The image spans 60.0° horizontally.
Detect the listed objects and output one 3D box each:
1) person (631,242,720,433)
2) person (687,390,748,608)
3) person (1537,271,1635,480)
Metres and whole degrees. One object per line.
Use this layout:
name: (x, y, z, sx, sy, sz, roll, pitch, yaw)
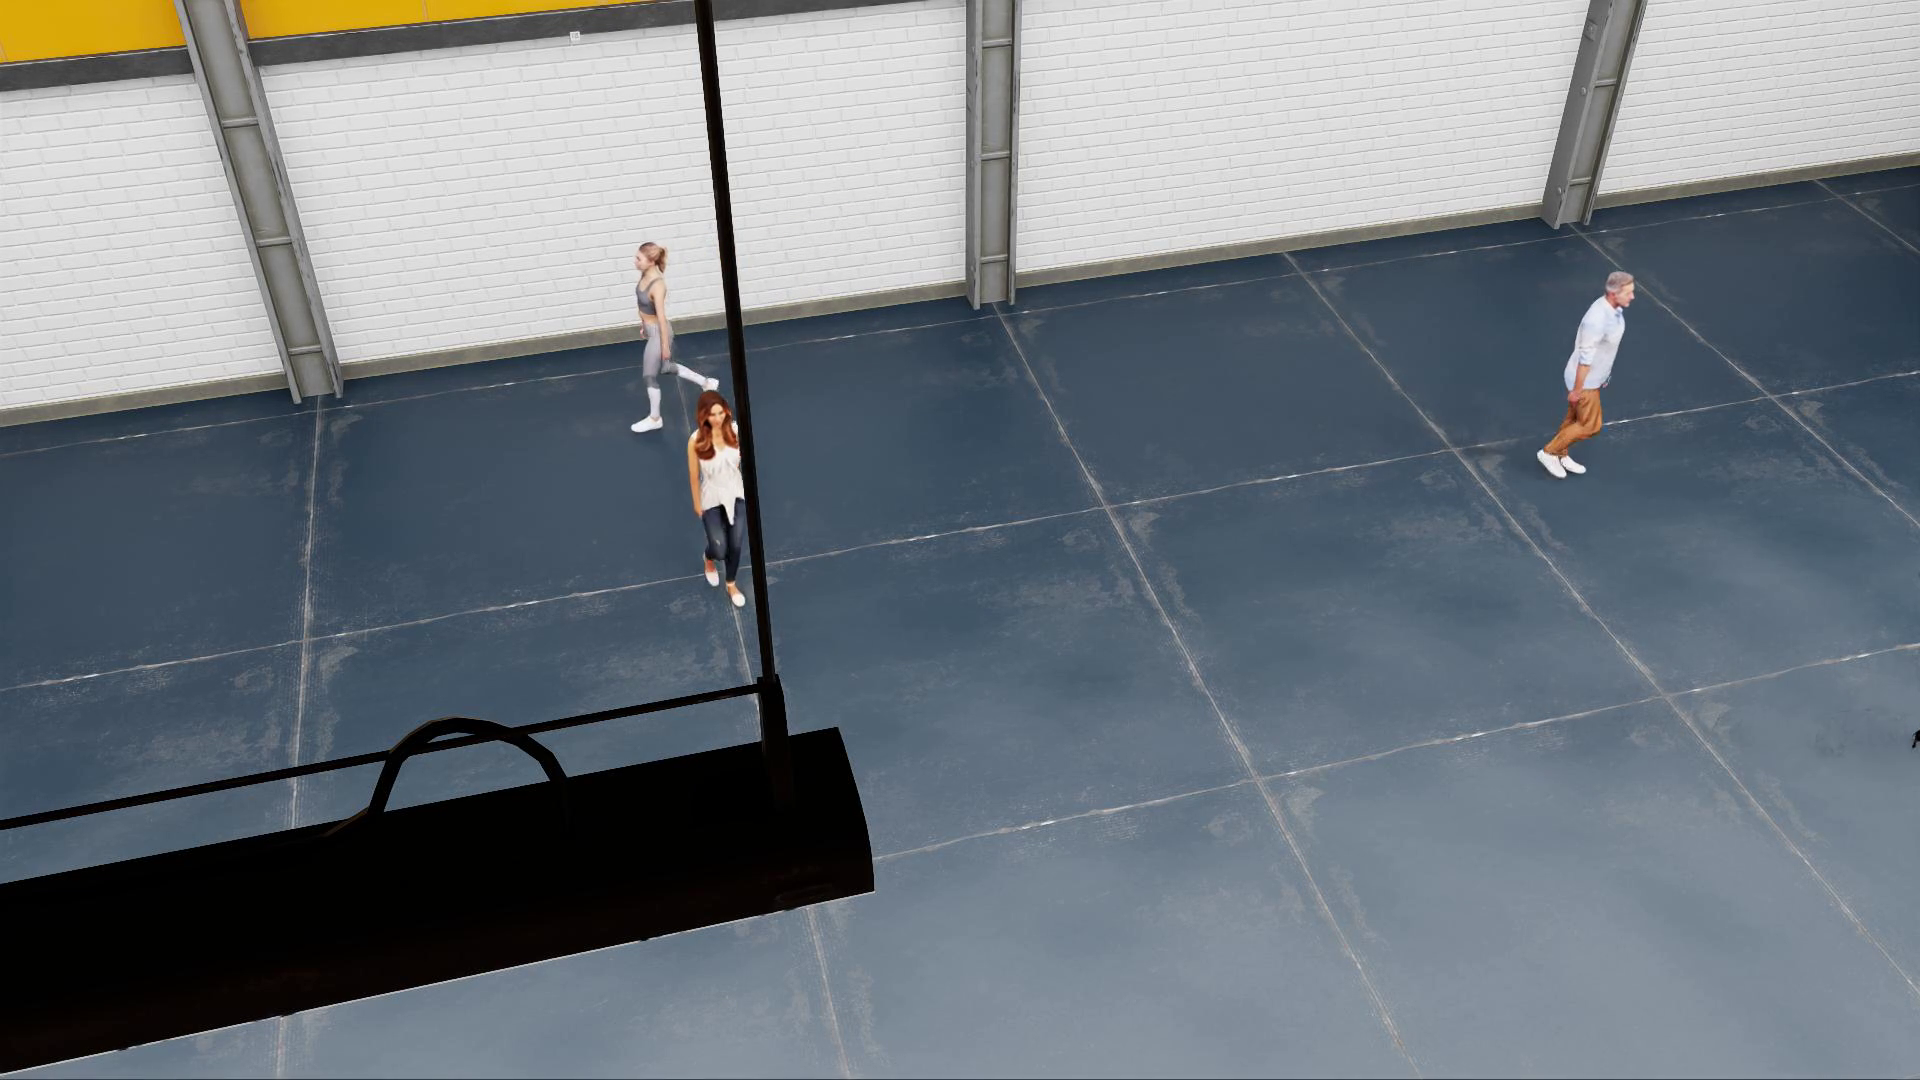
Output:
person: (-2.356, -1.654, 13.411, 1.004, 1.684, 0.586, -12, 40, -15)
person: (-1.697, -0.331, 11.684, 0.708, 1.771, 0.745, -20, 43, -23)
person: (4.778, -1.302, 12.866, 0.865, 1.813, 0.808, 20, 43, 23)
